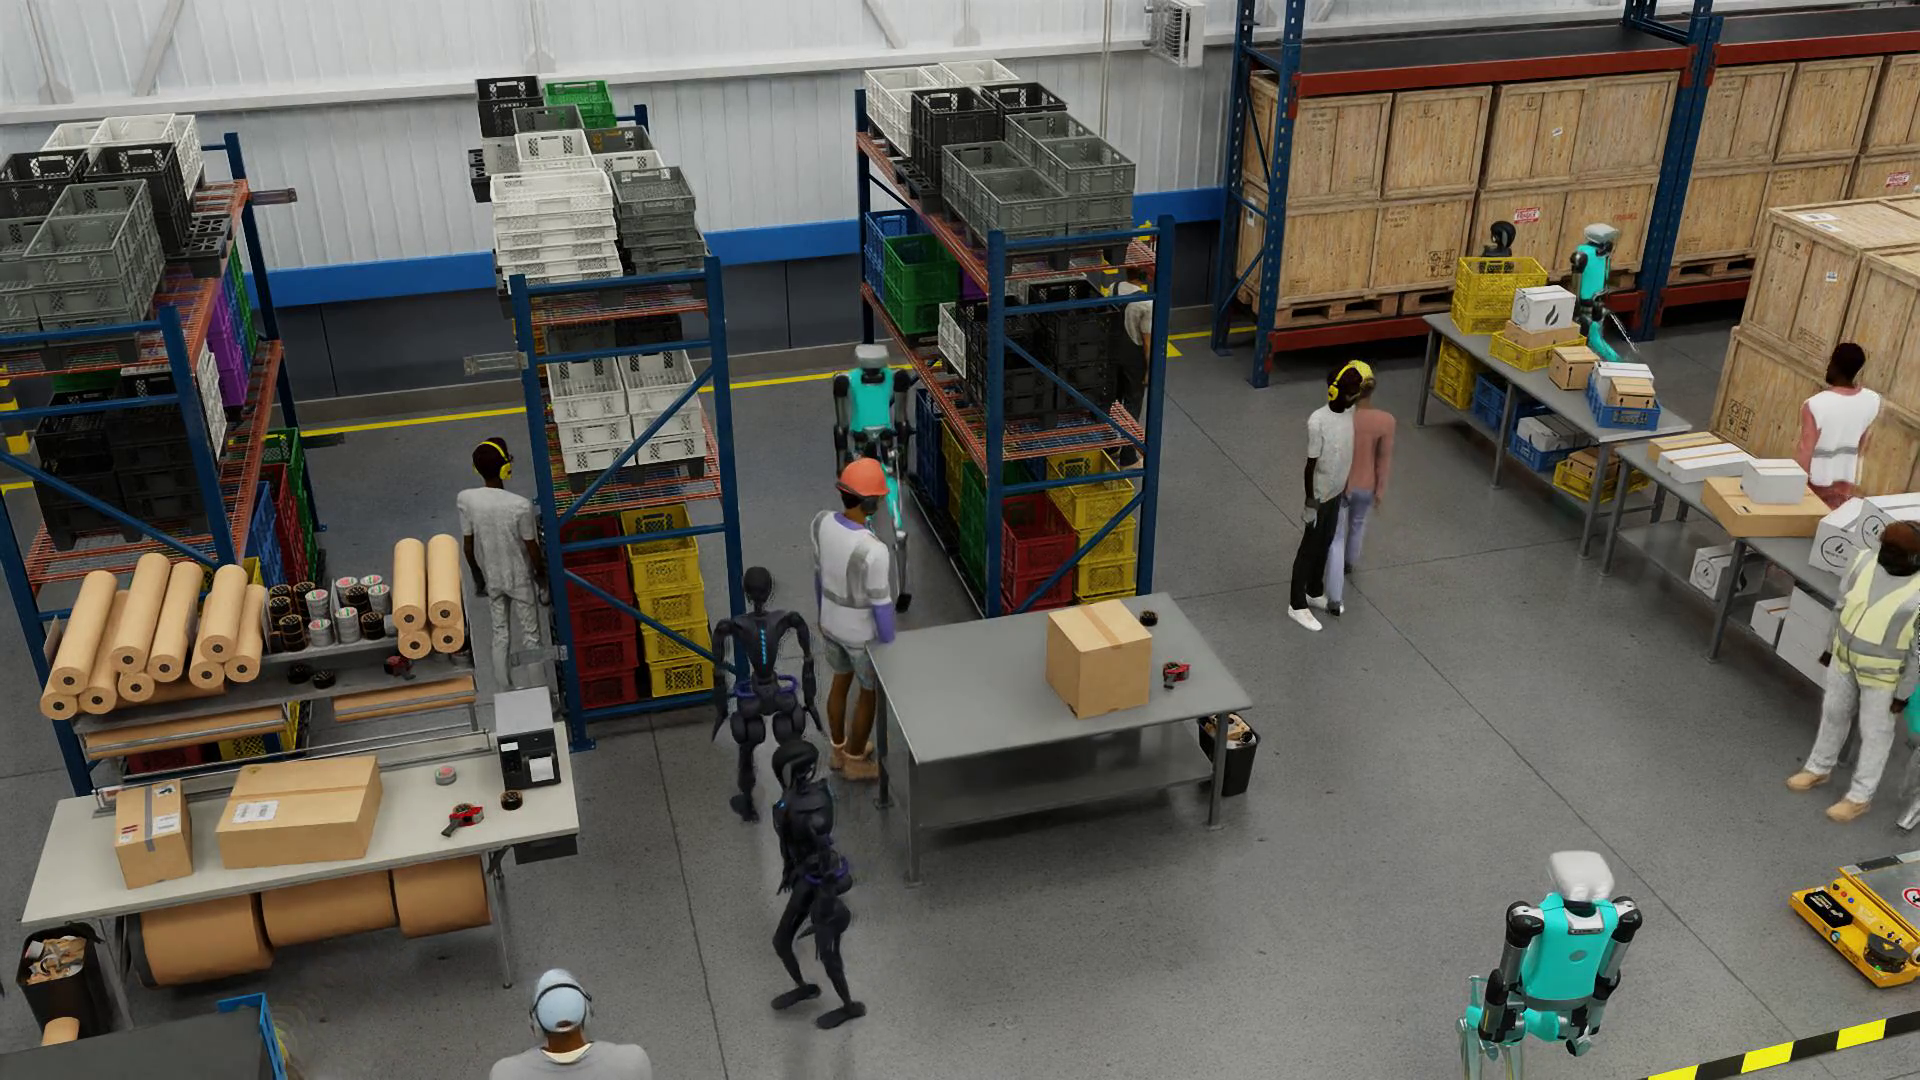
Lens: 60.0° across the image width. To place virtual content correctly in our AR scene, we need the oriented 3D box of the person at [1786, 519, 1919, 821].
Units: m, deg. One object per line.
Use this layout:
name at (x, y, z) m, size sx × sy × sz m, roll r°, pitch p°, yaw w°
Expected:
person at (5.059, 0.705, 9.256) m, size 0.432 × 1.834 × 0.625 m, roll -9°, pitch 30°, yaw -16°

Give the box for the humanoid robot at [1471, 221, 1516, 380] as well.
humanoid robot at (4.504, -1.915, 14.175) m, size 0.307 × 1.649 × 0.612 m, roll 20°, pitch 34°, yaw 32°

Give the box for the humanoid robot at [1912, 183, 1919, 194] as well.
humanoid robot at (8.600, -2.183, 14.705) m, size 0.820 × 1.878 × 0.550 m, roll 22°, pitch 36°, yaw 34°

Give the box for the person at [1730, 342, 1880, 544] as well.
person at (5.856, -0.458, 11.331) m, size 0.606 × 1.867 × 1.010 m, roll -7°, pitch 30°, yaw -12°

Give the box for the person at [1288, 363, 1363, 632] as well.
person at (2.446, -0.296, 11.045) m, size 0.330 × 1.865 × 0.505 m, roll 23°, pitch 36°, yaw 36°

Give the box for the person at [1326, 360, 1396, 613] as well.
person at (2.659, -0.397, 11.381) m, size 0.519 × 1.704 × 0.870 m, roll 0°, pitch 29°, yaw -1°

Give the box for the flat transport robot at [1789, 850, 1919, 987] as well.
flat transport robot at (5.163, 1.916, 8.676) m, size 1.431 × 0.231 × 0.659 m, roll -8°, pitch 30°, yaw -14°

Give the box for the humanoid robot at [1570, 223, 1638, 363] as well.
humanoid robot at (5.302, -1.693, 13.710) m, size 0.545 × 1.782 × 0.746 m, roll -25°, pitch 38°, yaw -38°

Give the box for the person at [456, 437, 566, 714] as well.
person at (-2.714, 0.245, 10.053) m, size 0.516 × 1.873 × 0.327 m, roll 7°, pitch 29°, yaw 12°

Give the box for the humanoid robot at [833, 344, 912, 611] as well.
humanoid robot at (-0.520, -0.369, 11.341) m, size 0.549 × 1.794 × 0.926 m, roll -8°, pitch 30°, yaw -14°

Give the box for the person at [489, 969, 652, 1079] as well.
person at (-1.403, 2.341, 6.257) m, size 0.596 × 1.851 × 0.382 m, roll -5°, pitch 29°, yaw -9°

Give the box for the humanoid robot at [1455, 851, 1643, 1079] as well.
humanoid robot at (2.397, 1.893, 7.059) m, size 0.533 × 1.672 × 0.735 m, roll -2°, pitch 29°, yaw -4°

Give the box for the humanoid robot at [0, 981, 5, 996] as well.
humanoid robot at (-4.531, 1.930, 7.195) m, size 0.416 × 1.627 × 0.613 m, roll 22°, pitch 36°, yaw 34°

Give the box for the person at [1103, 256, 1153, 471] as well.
person at (1.339, -1.409, 13.102) m, size 0.343 × 1.839 × 0.499 m, roll -20°, pitch 35°, yaw -32°

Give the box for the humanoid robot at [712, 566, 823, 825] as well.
humanoid robot at (-1.049, 0.934, 9.043) m, size 0.609 × 1.645 × 0.514 m, roll -7°, pitch 30°, yaw -13°

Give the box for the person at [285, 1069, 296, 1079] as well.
person at (-2.442, 2.493, 6.111) m, size 0.477 × 1.730 × 0.396 m, roll 0°, pitch 29°, yaw 0°

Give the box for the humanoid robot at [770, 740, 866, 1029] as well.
humanoid robot at (-0.685, 1.625, 7.750) m, size 0.426 × 1.645 × 0.583 m, roll -14°, pitch 32°, yaw -23°

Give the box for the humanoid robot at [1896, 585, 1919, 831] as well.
humanoid robot at (5.433, 0.866, 9.166) m, size 0.722 × 1.886 × 0.561 m, roll -12°, pitch 31°, yaw -20°

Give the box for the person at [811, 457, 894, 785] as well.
person at (-0.576, 0.469, 9.500) m, size 0.450 × 2.020 × 0.612 m, roll -23°, pitch 36°, yaw -35°
